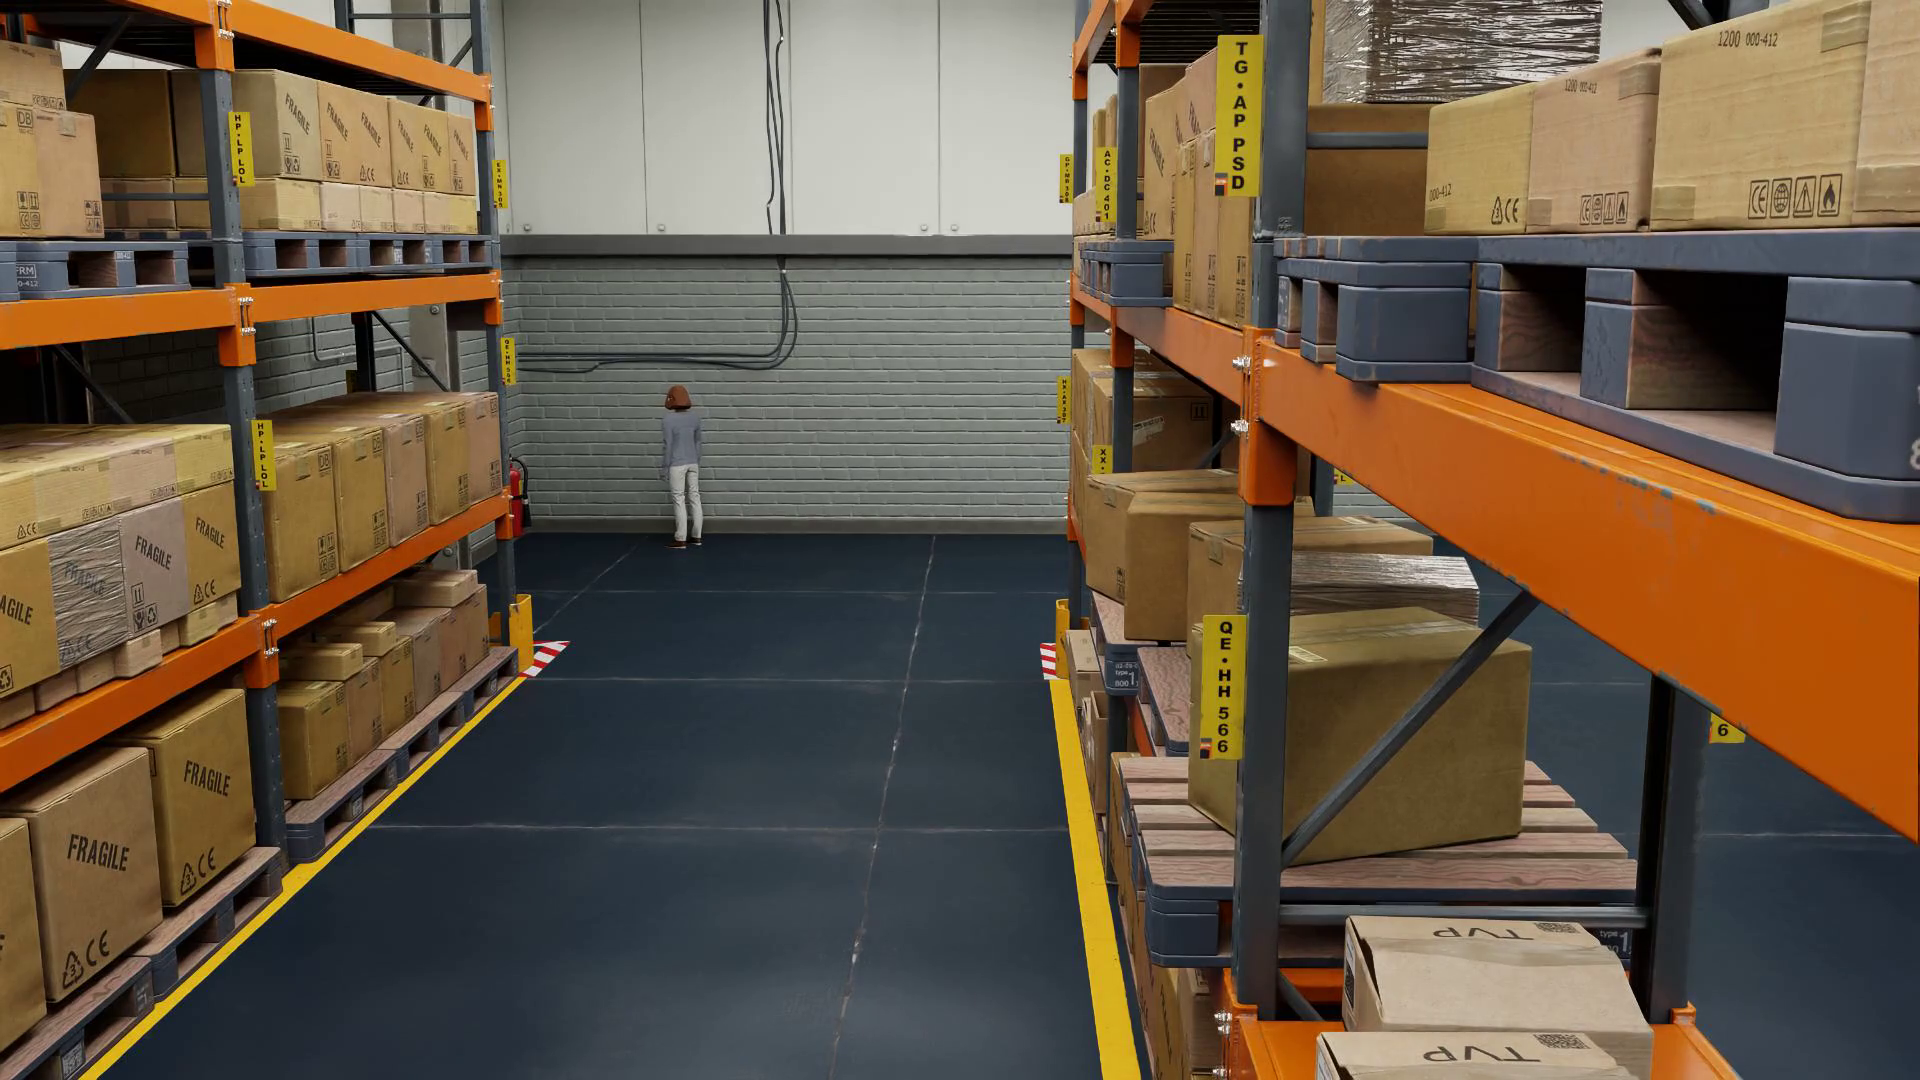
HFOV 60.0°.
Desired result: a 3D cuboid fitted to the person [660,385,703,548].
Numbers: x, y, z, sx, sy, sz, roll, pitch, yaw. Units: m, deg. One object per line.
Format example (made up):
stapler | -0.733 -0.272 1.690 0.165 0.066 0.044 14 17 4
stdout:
person | -2.794 -0.732 16.684 0.278 1.634 0.499 8 13 38
